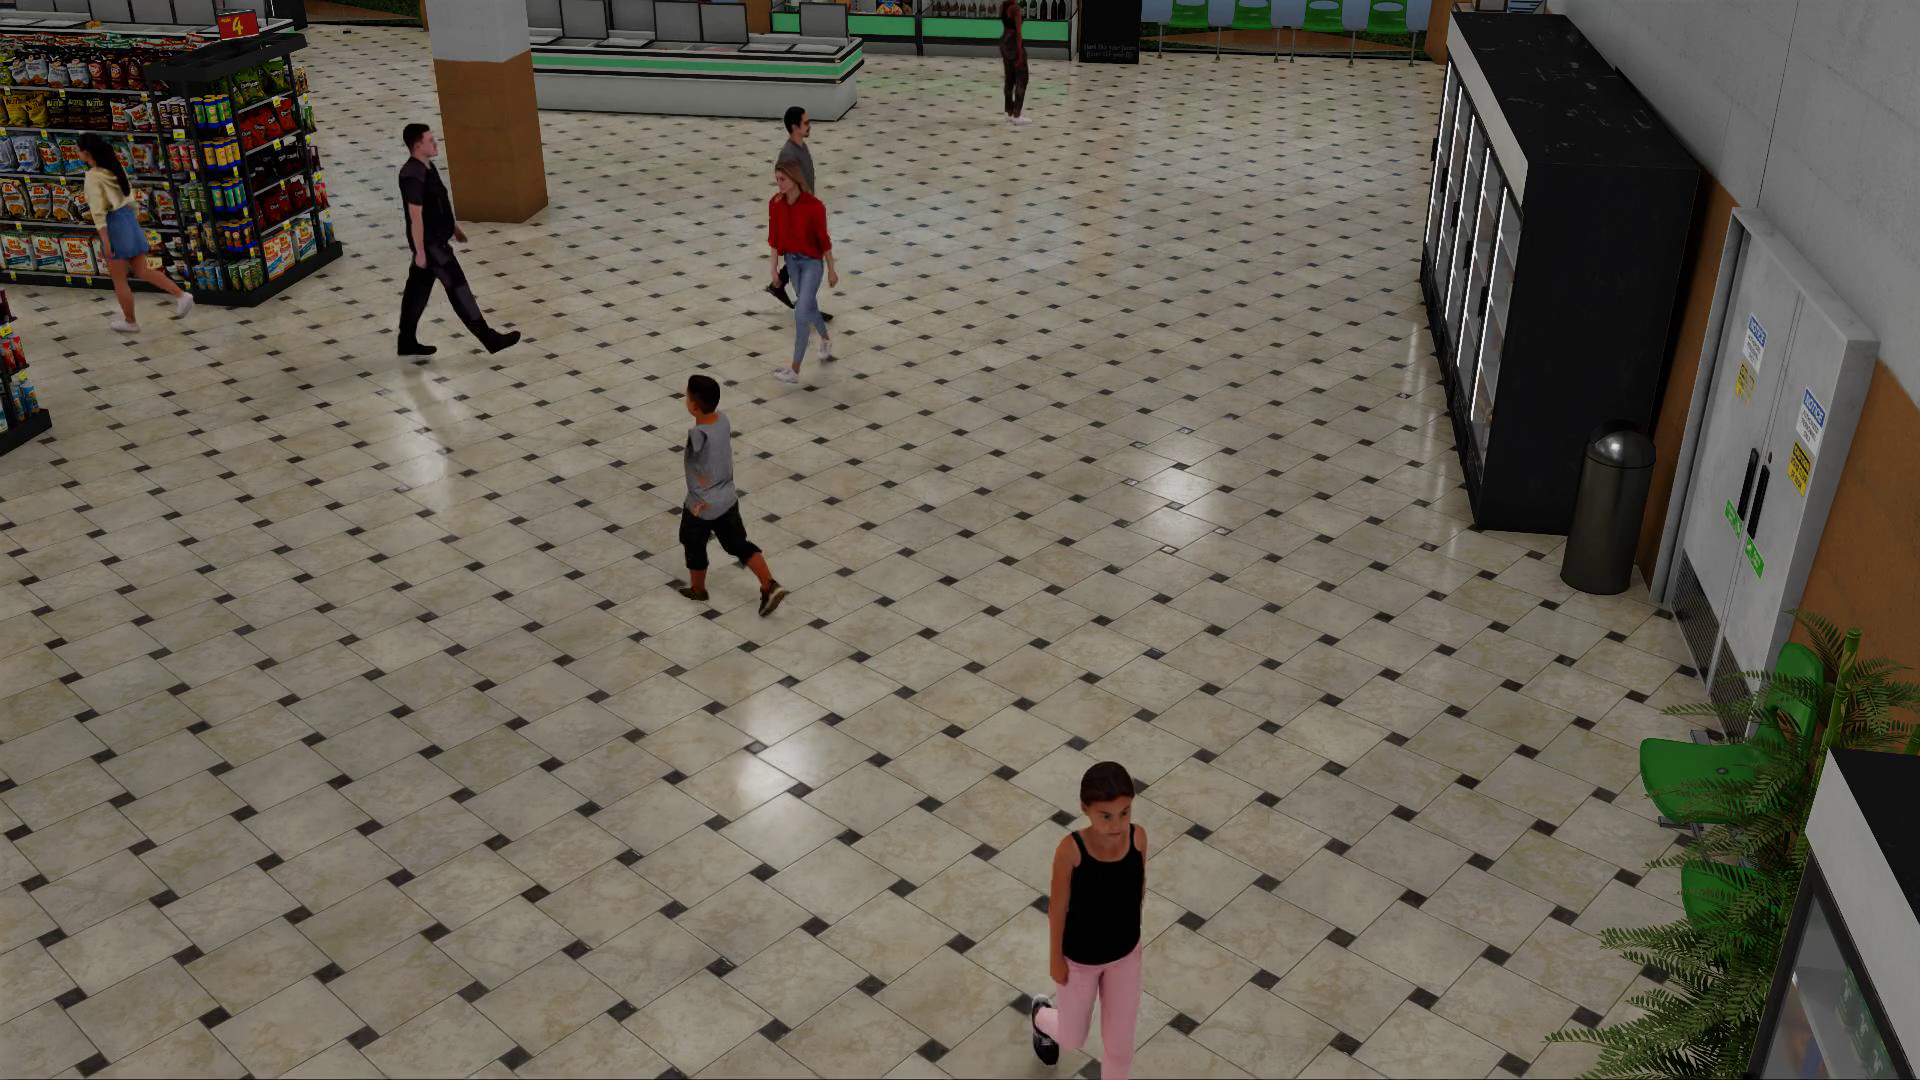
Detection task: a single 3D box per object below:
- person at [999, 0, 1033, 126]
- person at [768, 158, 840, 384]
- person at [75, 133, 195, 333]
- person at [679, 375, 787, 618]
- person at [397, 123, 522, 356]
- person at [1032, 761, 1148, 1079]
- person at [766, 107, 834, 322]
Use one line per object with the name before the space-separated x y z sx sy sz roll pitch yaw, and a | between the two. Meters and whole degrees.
person | 0.581 -5.828 19.854 0.762 1.697 0.713 -14 30 -26
person | -1.123 -2.037 12.432 1.167 1.647 0.920 9 28 18
person | -6.603 -2.422 13.232 0.948 1.611 0.661 4 27 7
person | -1.316 -0.272 9.185 1.066 1.437 0.824 16 31 28
person | -4.105 -2.211 12.613 1.292 1.795 1.003 -5 27 -10
person | 0.450 1.397 5.774 0.936 1.546 0.861 -9 28 -17
person | -1.383 -2.642 13.514 0.823 1.749 0.669 3 27 5
